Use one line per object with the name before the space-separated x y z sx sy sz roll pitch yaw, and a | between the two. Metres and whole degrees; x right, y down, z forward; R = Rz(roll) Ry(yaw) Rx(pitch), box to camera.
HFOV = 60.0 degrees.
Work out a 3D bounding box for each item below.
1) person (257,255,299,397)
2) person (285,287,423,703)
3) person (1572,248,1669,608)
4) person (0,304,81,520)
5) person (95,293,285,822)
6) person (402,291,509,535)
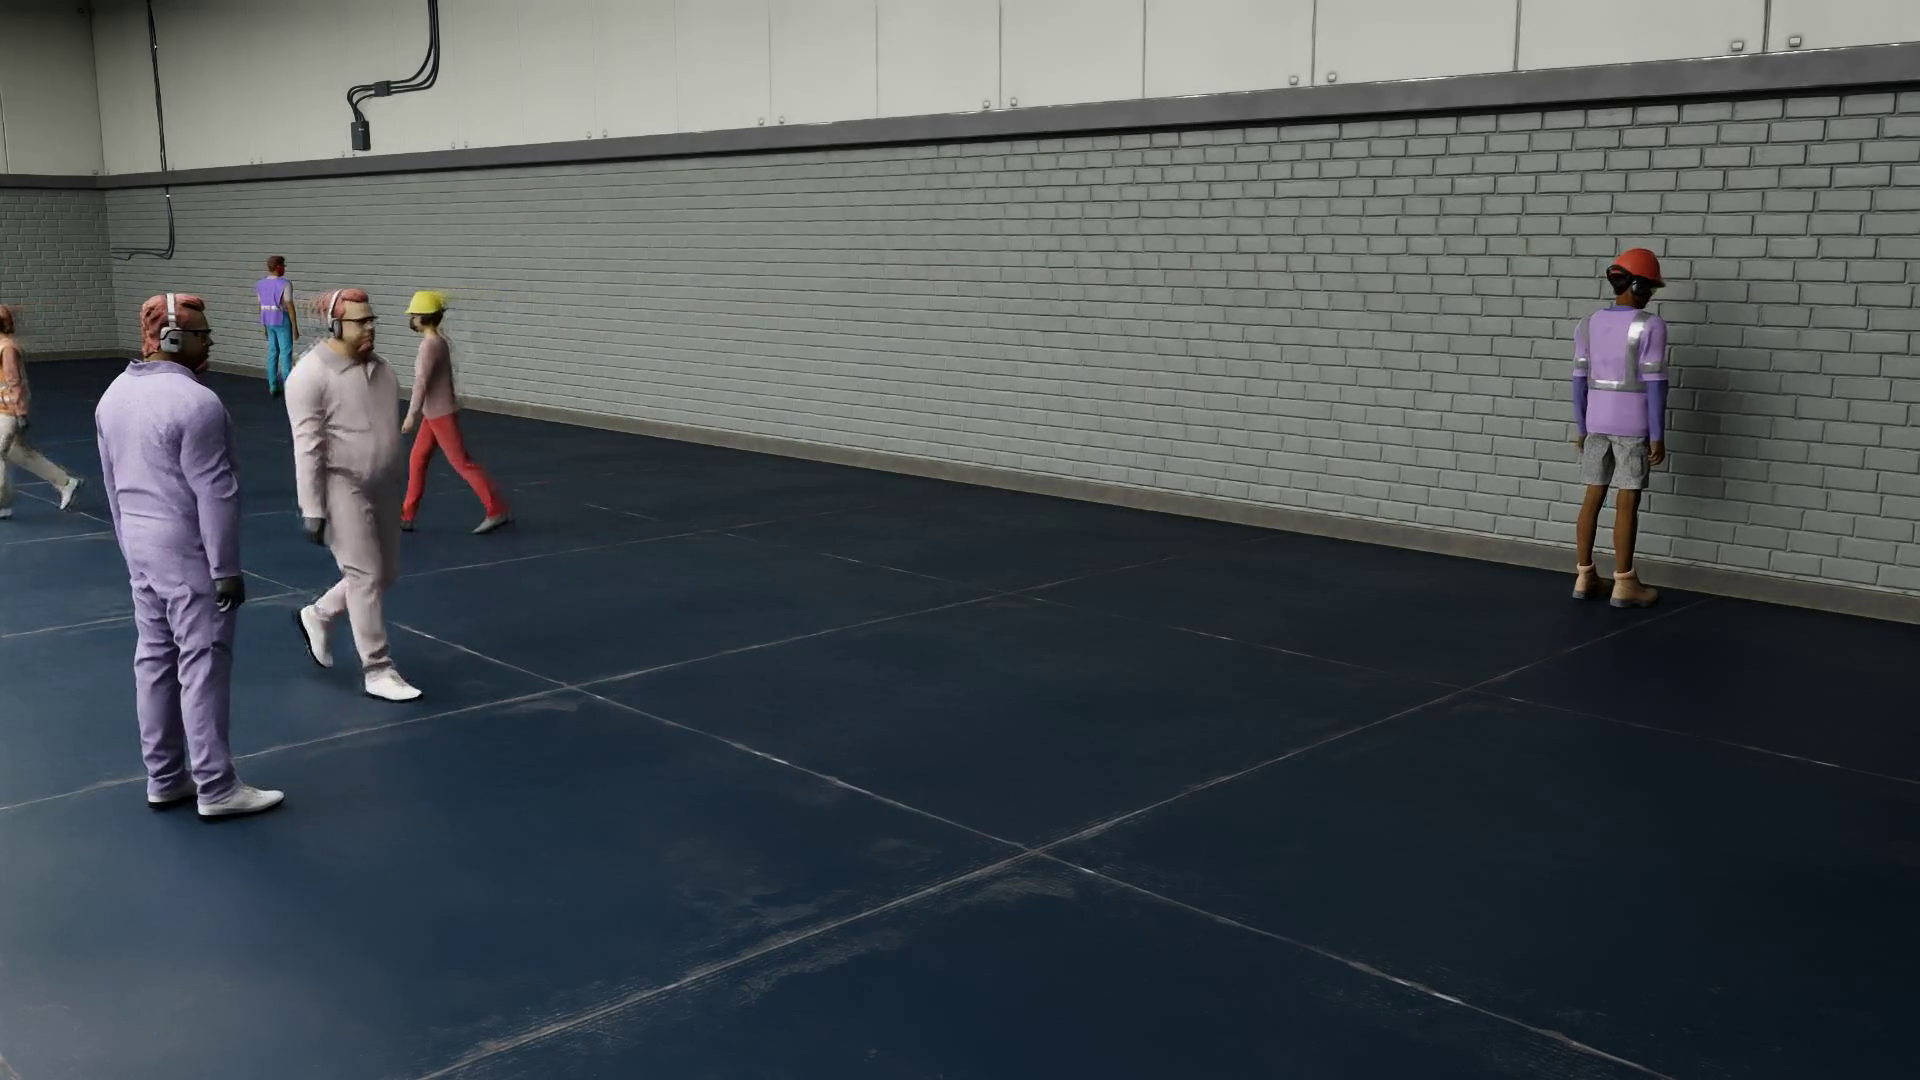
person | -8.952 -2.802 21.837 0.570 1.843 0.372 5 11 23
person | -2.827 -0.217 7.654 0.756 1.882 0.651 4 11 21
person | 3.814 -0.647 9.578 0.392 2.034 0.605 -6 12 -29
person | -7.083 -0.973 12.491 0.741 1.608 0.524 -8 13 -37
person | -2.814 0.061 6.075 0.643 1.905 0.399 7 12 33
person | -3.678 -0.891 11.772 0.937 1.723 0.527 -2 11 -12
